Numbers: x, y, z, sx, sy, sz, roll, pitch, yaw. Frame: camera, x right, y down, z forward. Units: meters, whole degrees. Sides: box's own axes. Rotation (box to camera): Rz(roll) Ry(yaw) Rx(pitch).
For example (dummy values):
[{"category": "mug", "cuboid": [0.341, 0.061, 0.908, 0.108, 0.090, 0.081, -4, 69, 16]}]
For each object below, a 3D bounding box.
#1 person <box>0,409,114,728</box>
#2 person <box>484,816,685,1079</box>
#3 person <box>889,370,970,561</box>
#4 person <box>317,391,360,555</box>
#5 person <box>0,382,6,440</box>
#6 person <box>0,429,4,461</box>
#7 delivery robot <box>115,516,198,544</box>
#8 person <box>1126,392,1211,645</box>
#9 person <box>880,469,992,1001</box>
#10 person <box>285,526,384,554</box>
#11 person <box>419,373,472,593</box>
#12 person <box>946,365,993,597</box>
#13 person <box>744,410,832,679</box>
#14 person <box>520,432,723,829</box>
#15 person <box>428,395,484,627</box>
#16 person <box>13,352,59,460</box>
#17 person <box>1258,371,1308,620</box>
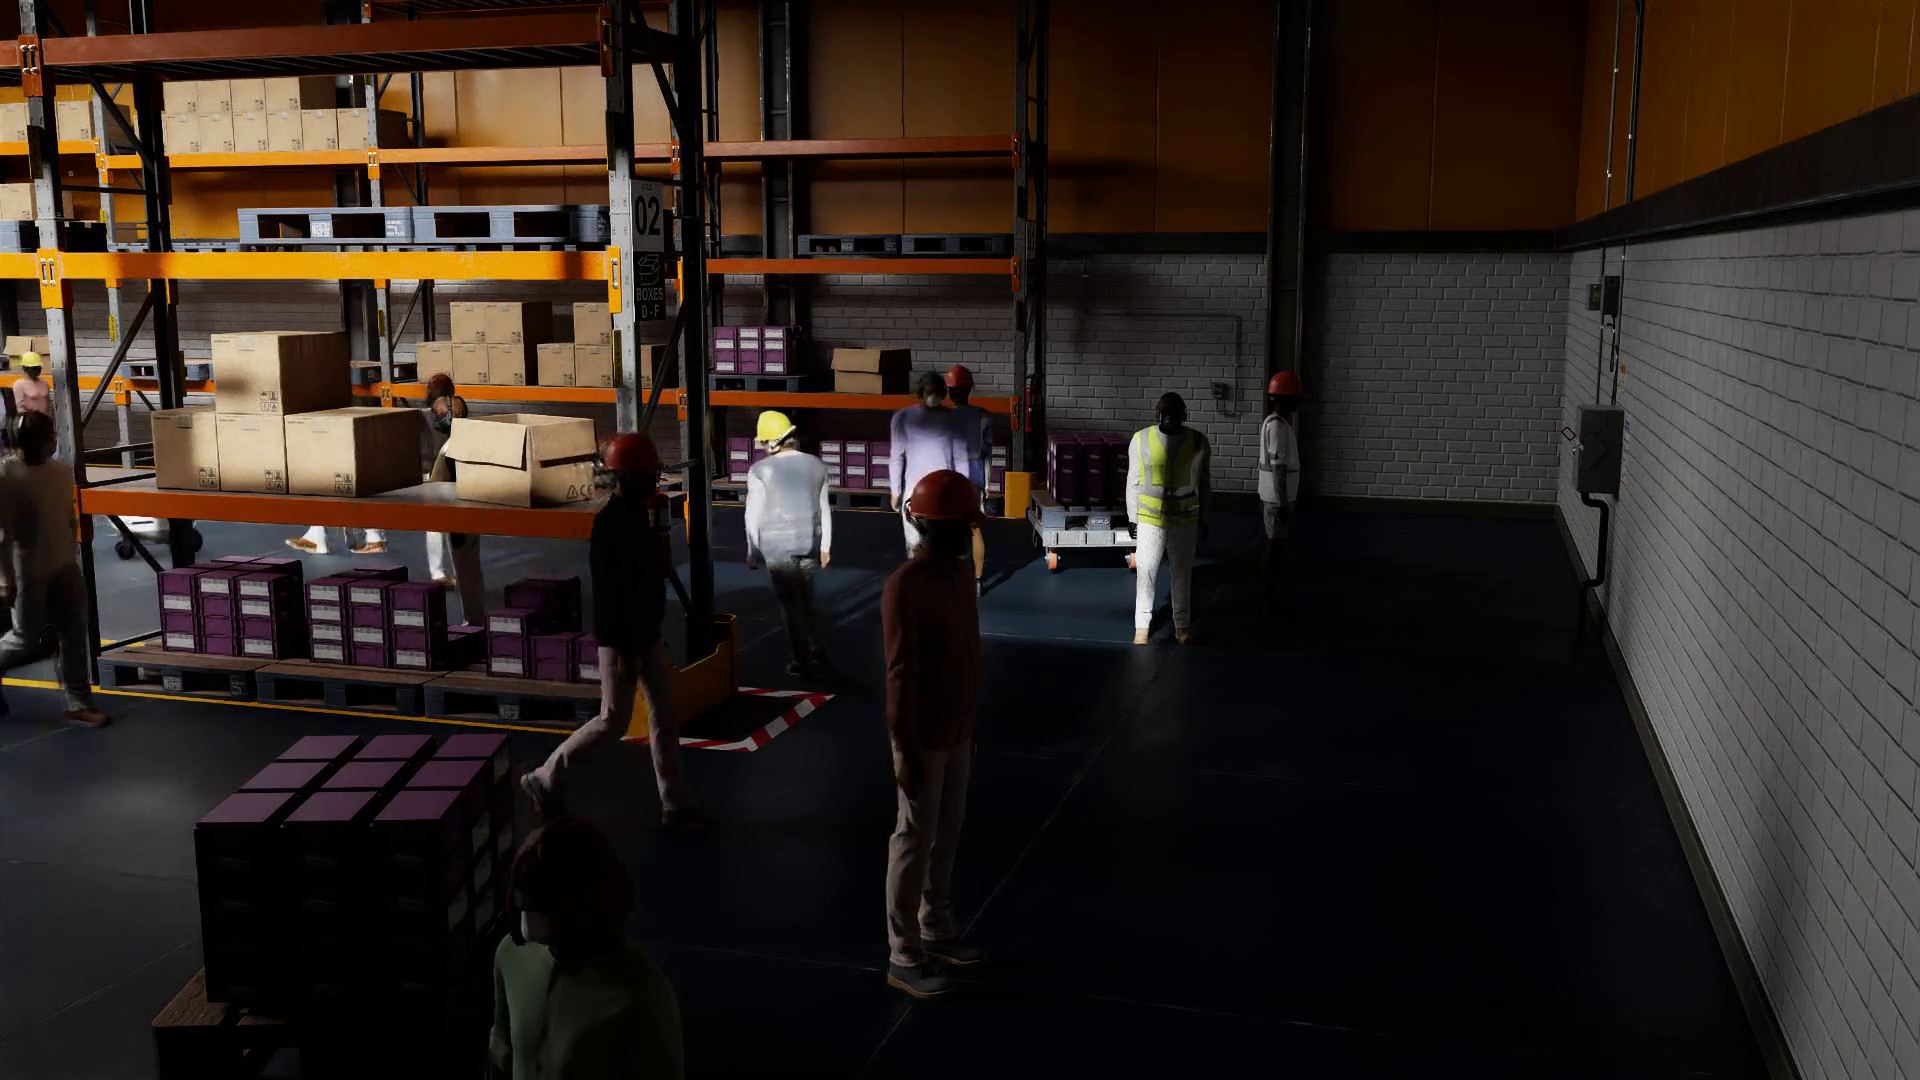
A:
[{"category": "person", "cuboid": [-5.510, 0.174, 9.880, 0.836, 1.918, 0.636, 3, 10, 17]}, {"category": "person", "cuboid": [-0.793, 1.371, 3.466, 0.518, 1.630, 0.295, 6, 11, 32]}, {"category": "person", "cuboid": [-0.244, -0.398, 13.346, 0.654, 1.920, 0.447, -1, 9, -5]}, {"category": "person", "cuboid": [-6.003, -0.799, 15.855, 0.664, 1.898, 0.557, -6, 11, -32]}, {"category": "person", "cuboid": [-11.247, -1.288, 19.018, 0.620, 1.845, 0.430, -4, 10, -24]}, {"category": "person", "cuboid": [-8.689, -0.577, 14.492, 0.644, 1.907, 0.399, -7, 12, -38]}, {"category": "delivery robot", "cuboid": [-7.654, -0.167, 15.817, 0.707, 0.478, 0.477, -6, 11, -31]}, {"category": "person", "cuboid": [1.516, -0.152, 12.098, 0.621, 1.845, 0.429, 0, 9, 1]}, {"category": "person", "cuboid": [-0.077, 0.721, 6.323, 0.400, 1.992, 0.625, 4, 10, 25]}, {"category": "person", "cuboid": [-5.964, -0.752, 15.770, 0.945, 1.833, 0.647, -4, 10, -25]}, {"category": "person", "cuboid": [-4.285, -0.462, 13.898, 0.625, 1.862, 0.630, -8, 12, -40]}, {"category": "person", "cuboid": [0.004, -0.477, 13.772, 0.545, 1.942, 0.349, -4, 10, -25]}, {"category": "person", "cuboid": [-1.162, 0.033, 11.094, 0.587, 1.800, 0.494, -7, 11, -35]}, {"category": "person", "cuboid": [-1.657, 0.456, 8.031, 0.908, 1.969, 0.621, 1, 9, 7]}, {"category": "person", "cuboid": [-3.610, -0.128, 11.982, 0.429, 1.837, 0.628, -3, 10, -16]}, {"category": "person", "cuboid": [-10.877, -1.347, 19.659, 0.587, 1.745, 0.539, 3, 10, 20]}, {"category": "person", "cuboid": [2.516, -0.352, 13.021, 0.355, 1.938, 0.545, 1, 9, 7]}]
